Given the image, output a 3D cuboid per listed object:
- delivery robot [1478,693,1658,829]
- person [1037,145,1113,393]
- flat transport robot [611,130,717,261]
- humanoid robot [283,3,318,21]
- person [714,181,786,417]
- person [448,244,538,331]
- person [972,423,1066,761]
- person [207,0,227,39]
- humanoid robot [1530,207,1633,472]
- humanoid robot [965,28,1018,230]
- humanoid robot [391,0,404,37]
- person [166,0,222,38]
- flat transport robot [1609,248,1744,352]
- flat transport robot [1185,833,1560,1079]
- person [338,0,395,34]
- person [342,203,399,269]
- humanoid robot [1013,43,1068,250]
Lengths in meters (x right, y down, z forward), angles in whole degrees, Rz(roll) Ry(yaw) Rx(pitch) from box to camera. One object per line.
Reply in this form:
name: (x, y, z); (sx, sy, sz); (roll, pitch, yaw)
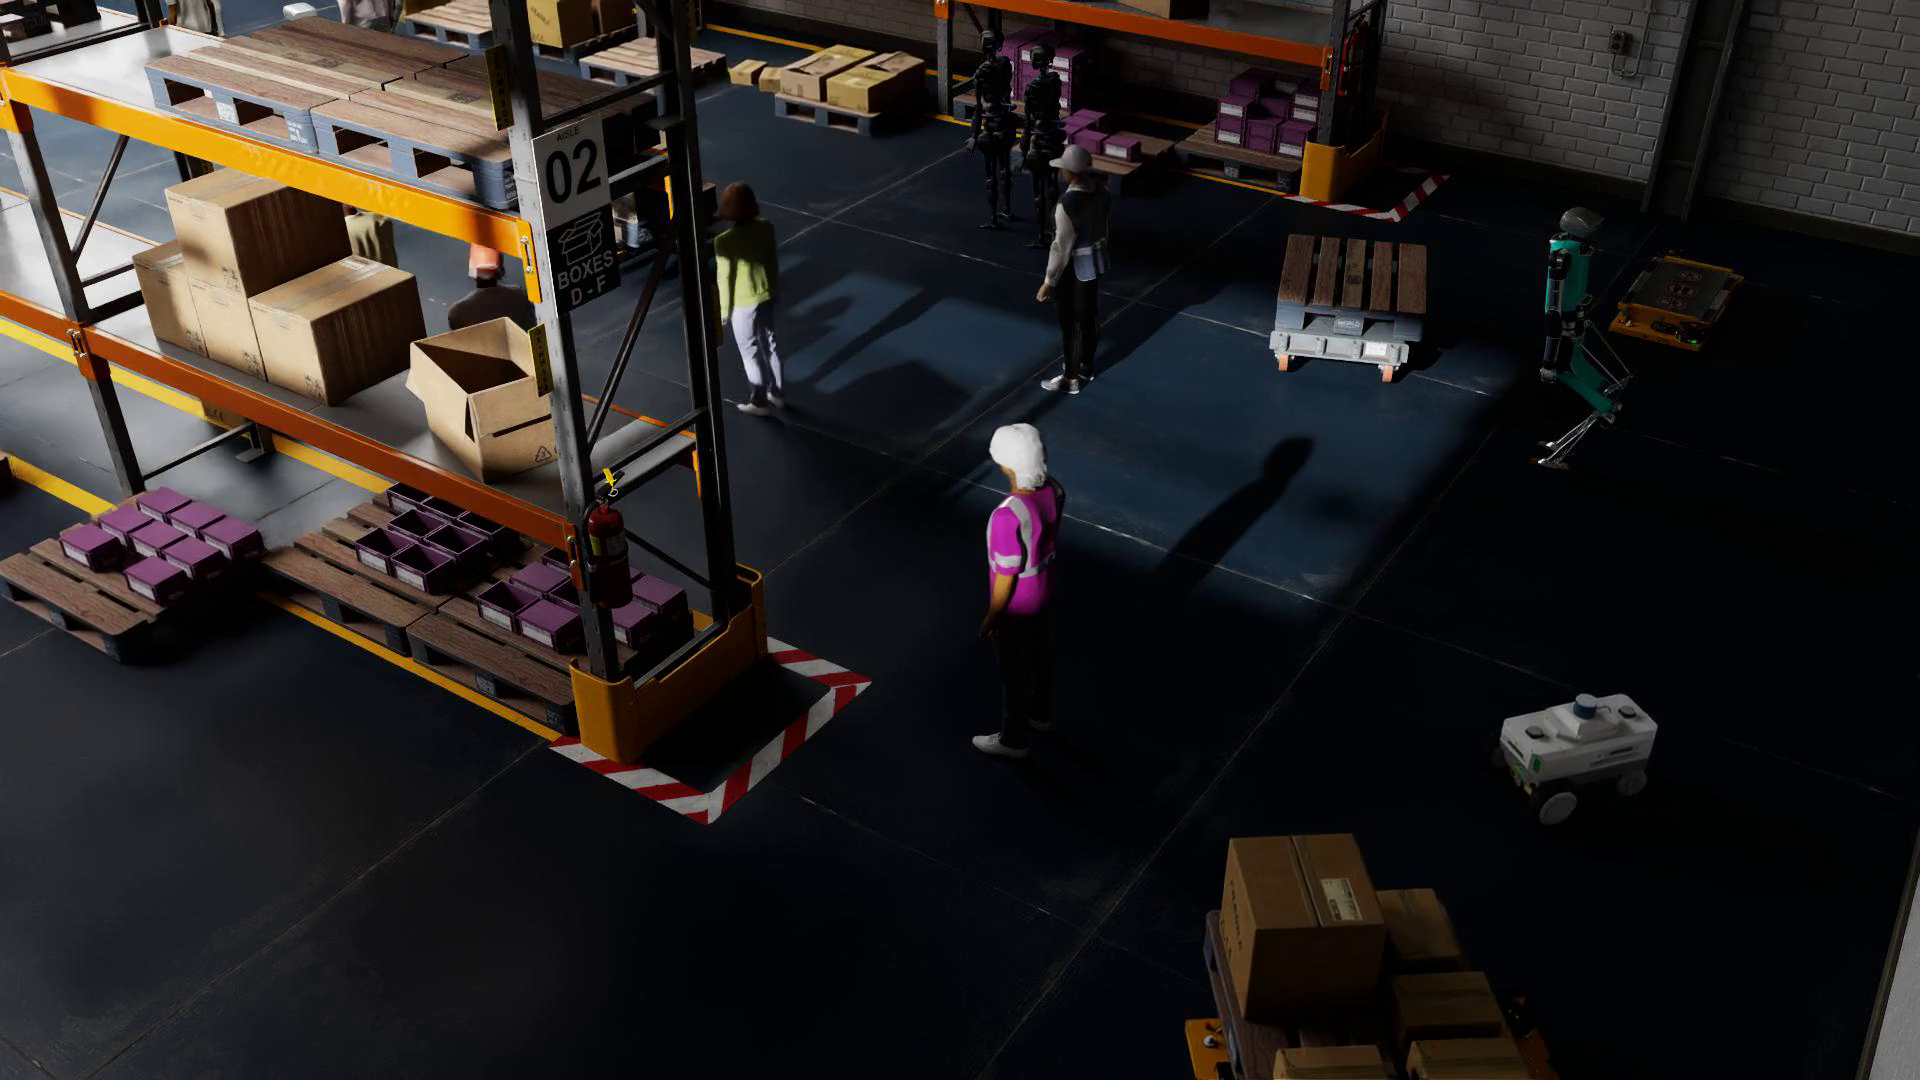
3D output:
delivery robot: (2.969, 1.006, 8.054); (0.775, 0.583, 0.499); (-10, 34, -15)
person: (0.794, -1.843, 11.340); (0.437, 1.757, 0.745); (20, 38, 27)
flat transport robot: (-2.763, -2.661, 13.963); (0.659, 0.231, 1.431); (20, 38, 27)
humanoid robot: (-5.221, -3.611, 13.955); (0.735, 1.677, 0.533); (20, 38, 27)
person: (-1.392, -1.584, 11.071); (0.332, 1.620, 0.517); (25, 41, 33)
person: (-2.757, -0.981, 10.048); (0.587, 1.730, 0.384); (-27, 42, -35)
person: (0.282, 0.252, 8.039); (0.340, 1.847, 0.507); (20, 38, 27)
person: (-8.430, -6.360, 18.162); (0.354, 1.893, 0.558); (20, 38, 27)
humanoid robot: (3.883, -1.182, 10.221); (0.735, 1.677, 0.533); (20, 38, 27)
humanoid robot: (0.276, -3.416, 13.819); (0.315, 1.657, 0.599); (20, 38, 27)
humanoid robot: (-6.328, -6.349, 18.344); (0.412, 1.645, 0.584); (-17, 37, -24)
person: (-7.270, -4.813, 15.803); (0.329, 1.872, 0.506); (20, 38, 27)
flat transport robot: (5.497, -1.843, 12.706); (0.659, 0.231, 1.431); (20, 38, 27)
flat transport robot: (1.662, 2.117, 6.619); (1.431, 0.231, 0.659); (-2, 33, -3)
person: (-5.728, -5.046, 16.099); (0.373, 1.940, 0.629); (20, 38, 27)
person: (-3.917, -1.595, 10.962); (0.324, 1.751, 0.558); (20, 38, 27)
humanoid robot: (0.664, -3.187, 13.468); (0.315, 1.657, 0.599); (20, 38, 27)
